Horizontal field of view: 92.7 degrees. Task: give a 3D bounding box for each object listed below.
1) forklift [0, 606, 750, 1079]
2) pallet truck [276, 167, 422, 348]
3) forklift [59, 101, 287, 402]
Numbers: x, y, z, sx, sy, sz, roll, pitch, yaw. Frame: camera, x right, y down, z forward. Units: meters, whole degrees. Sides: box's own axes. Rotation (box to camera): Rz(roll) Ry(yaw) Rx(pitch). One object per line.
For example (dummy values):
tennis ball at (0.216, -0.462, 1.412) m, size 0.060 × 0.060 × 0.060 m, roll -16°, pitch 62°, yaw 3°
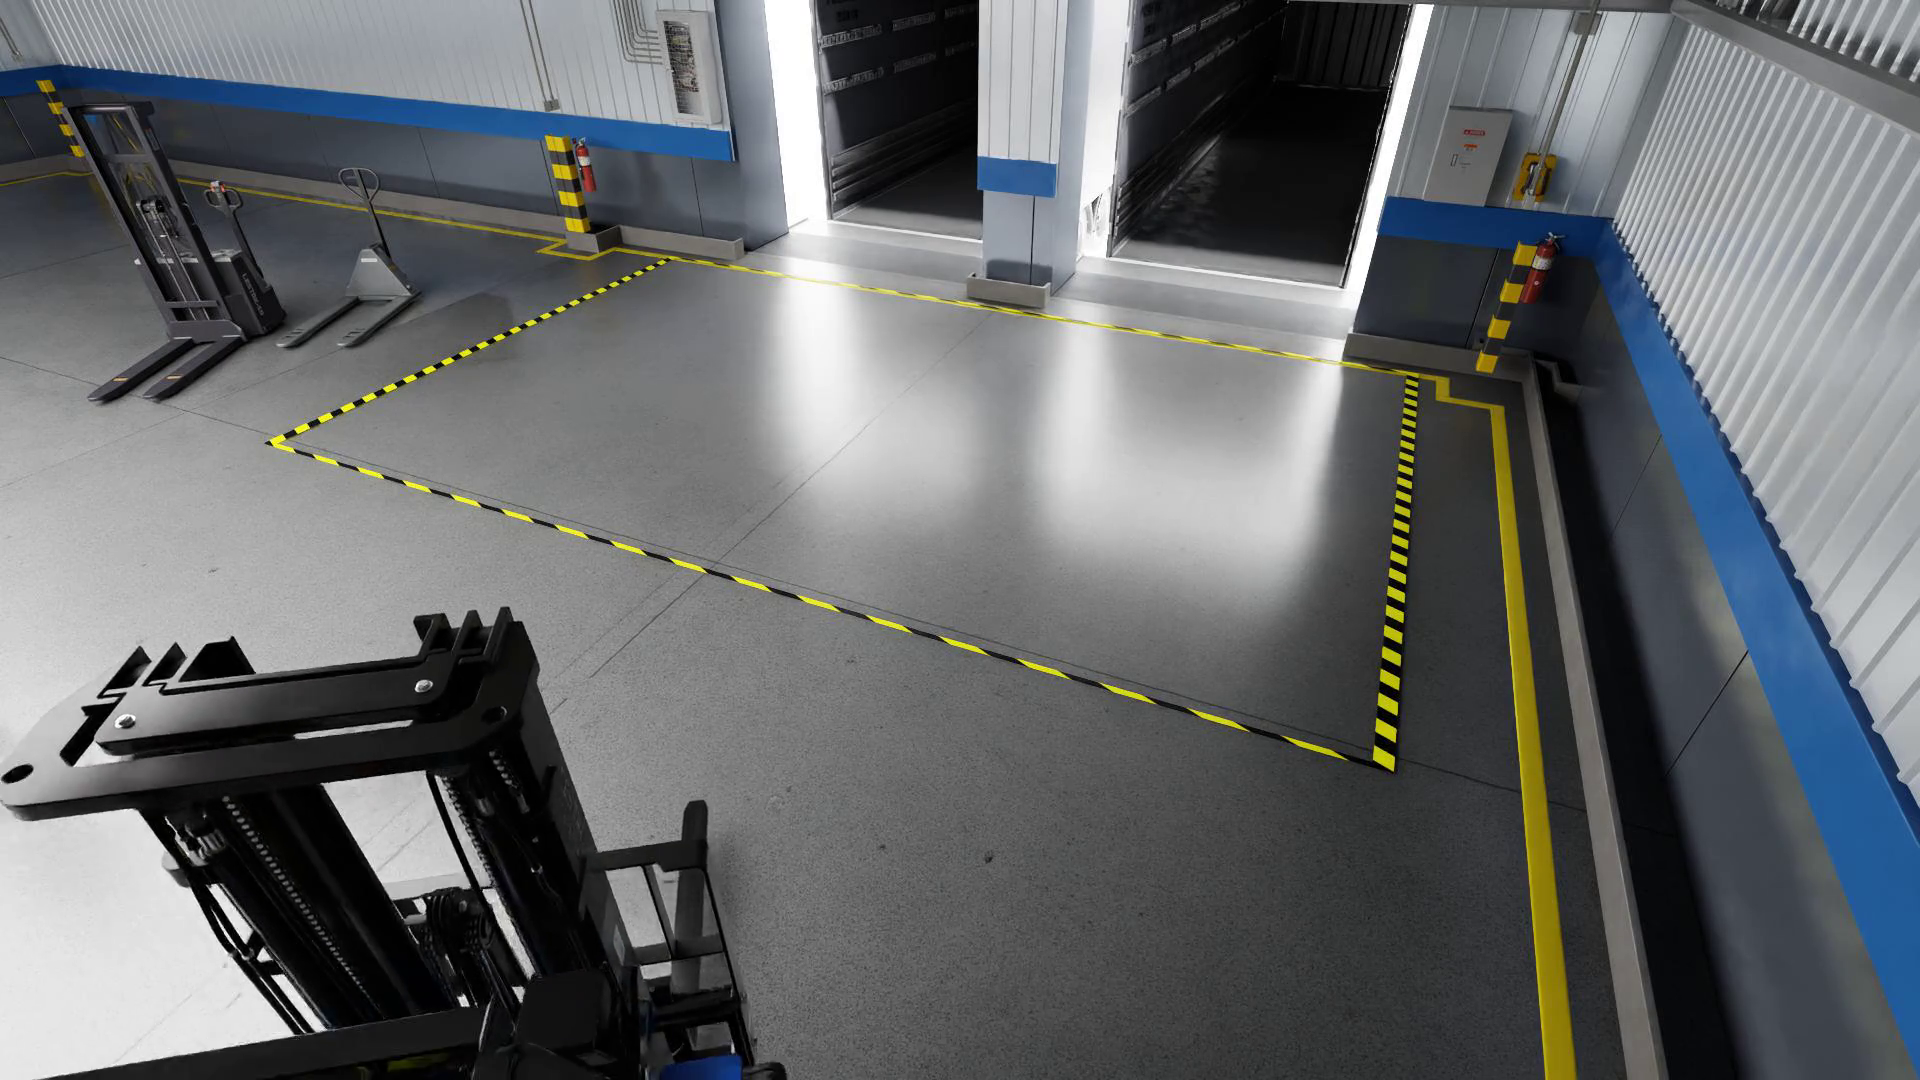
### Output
forklift at (-0.981, 1.653, 1.345) m, size 1.157 × 2.036 × 2.680 m, roll -6°, pitch 35°, yaw -8°
pallet truck at (-5.732, -2.611, 8.414) m, size 0.680 × 1.201 × 1.601 m, roll -1°, pitch 35°, yaw -1°
forklift at (-6.686, -2.387, 7.434) m, size 0.823 × 1.965 × 1.885 m, roll -3°, pitch 35°, yaw -5°
